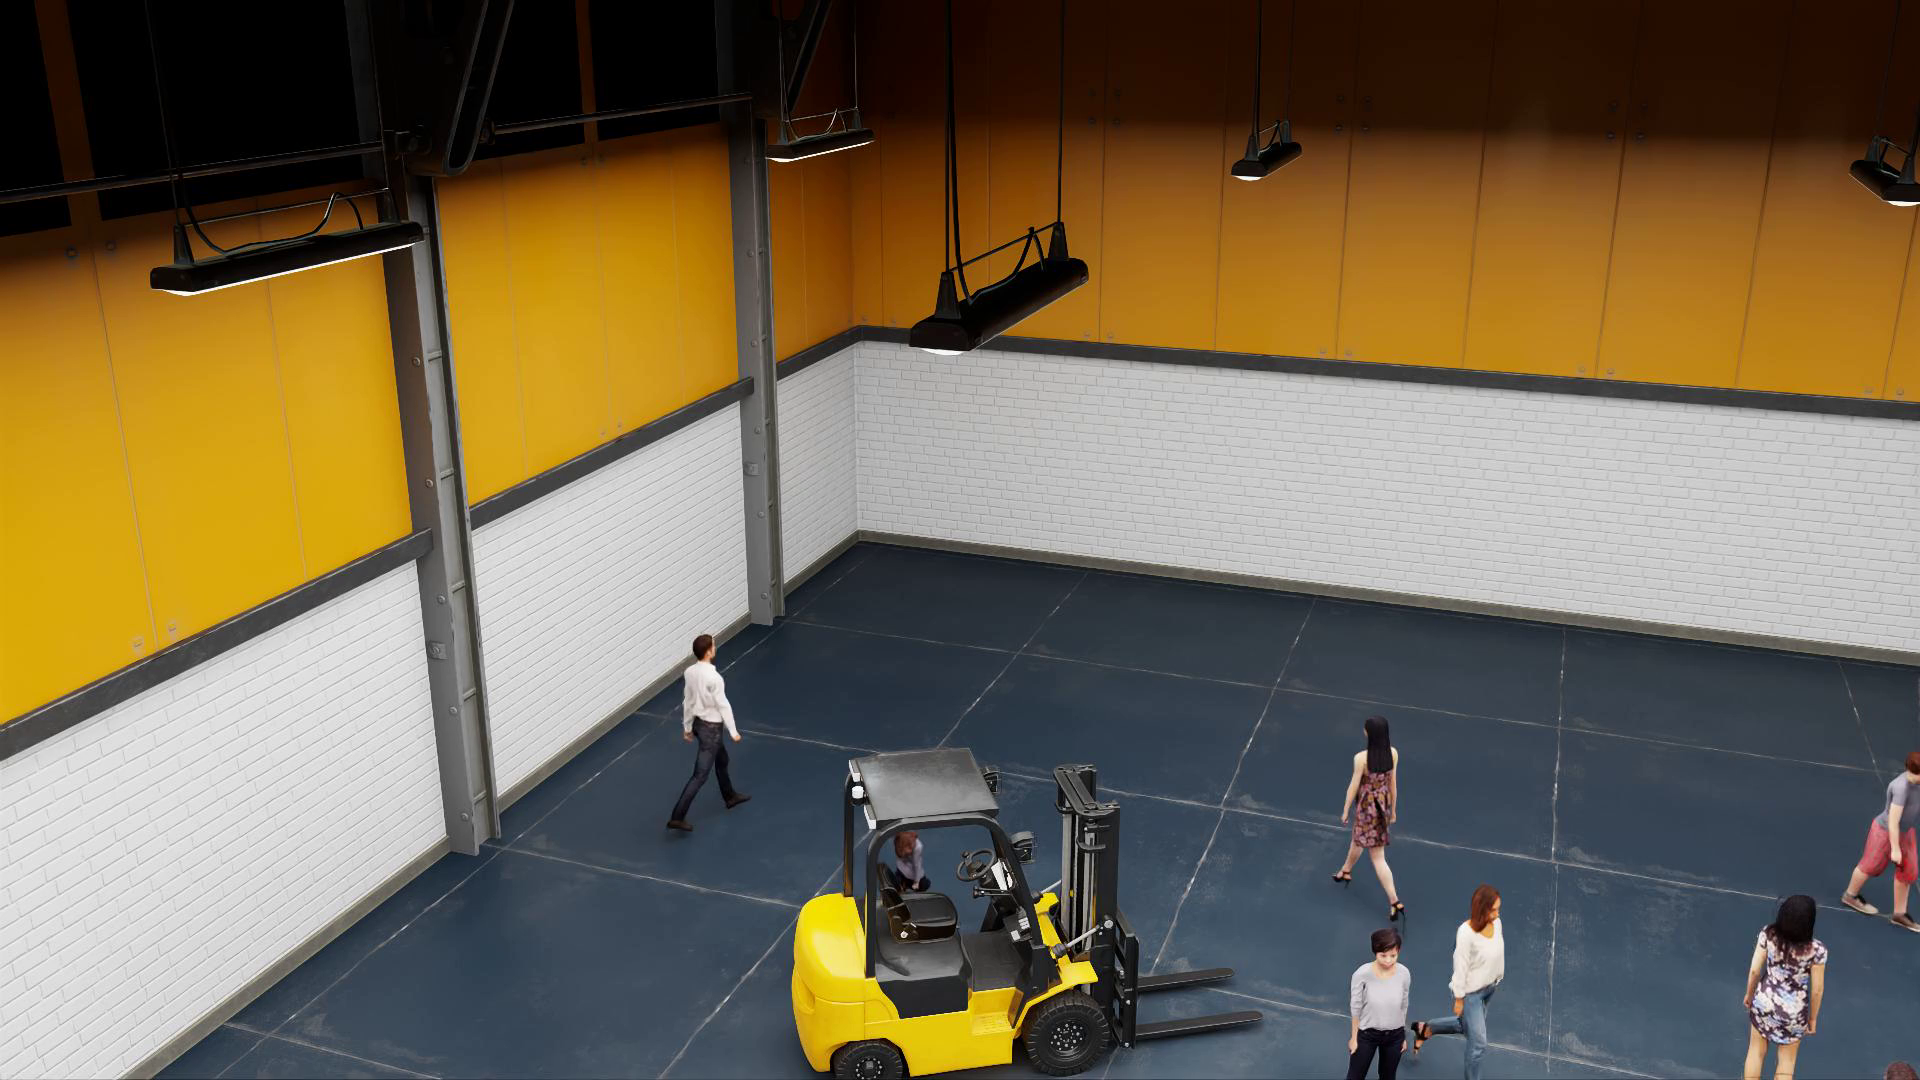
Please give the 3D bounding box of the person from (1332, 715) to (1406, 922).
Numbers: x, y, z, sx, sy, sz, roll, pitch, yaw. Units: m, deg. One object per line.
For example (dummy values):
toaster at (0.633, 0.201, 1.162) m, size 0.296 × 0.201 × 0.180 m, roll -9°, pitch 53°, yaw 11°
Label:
person at (3.459, 2.335, 13.776) m, size 1.150 × 1.725 × 1.189 m, roll -9°, pitch 21°, yaw -25°

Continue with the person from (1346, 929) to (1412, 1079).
person at (2.813, 3.298, 11.187) m, size 0.614 × 1.553 × 0.602 m, roll -1°, pitch 19°, yaw -4°

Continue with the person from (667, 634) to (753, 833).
person at (-2.375, 1.800, 15.200) m, size 1.326 × 1.832 × 1.080 m, roll -16°, pitch 24°, yaw -39°

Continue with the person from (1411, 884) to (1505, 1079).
person at (3.501, 3.110, 11.590) m, size 1.019 × 1.653 × 0.979 m, roll -15°, pitch 23°, yaw -37°

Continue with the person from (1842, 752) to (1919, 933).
person at (7.650, 2.409, 13.754) m, size 0.973 × 1.601 × 0.994 m, roll -14°, pitch 23°, yaw -35°

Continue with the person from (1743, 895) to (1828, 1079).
person at (5.542, 3.175, 11.272) m, size 0.679 × 1.732 × 0.629 m, roll 13°, pitch 22°, yaw 33°
